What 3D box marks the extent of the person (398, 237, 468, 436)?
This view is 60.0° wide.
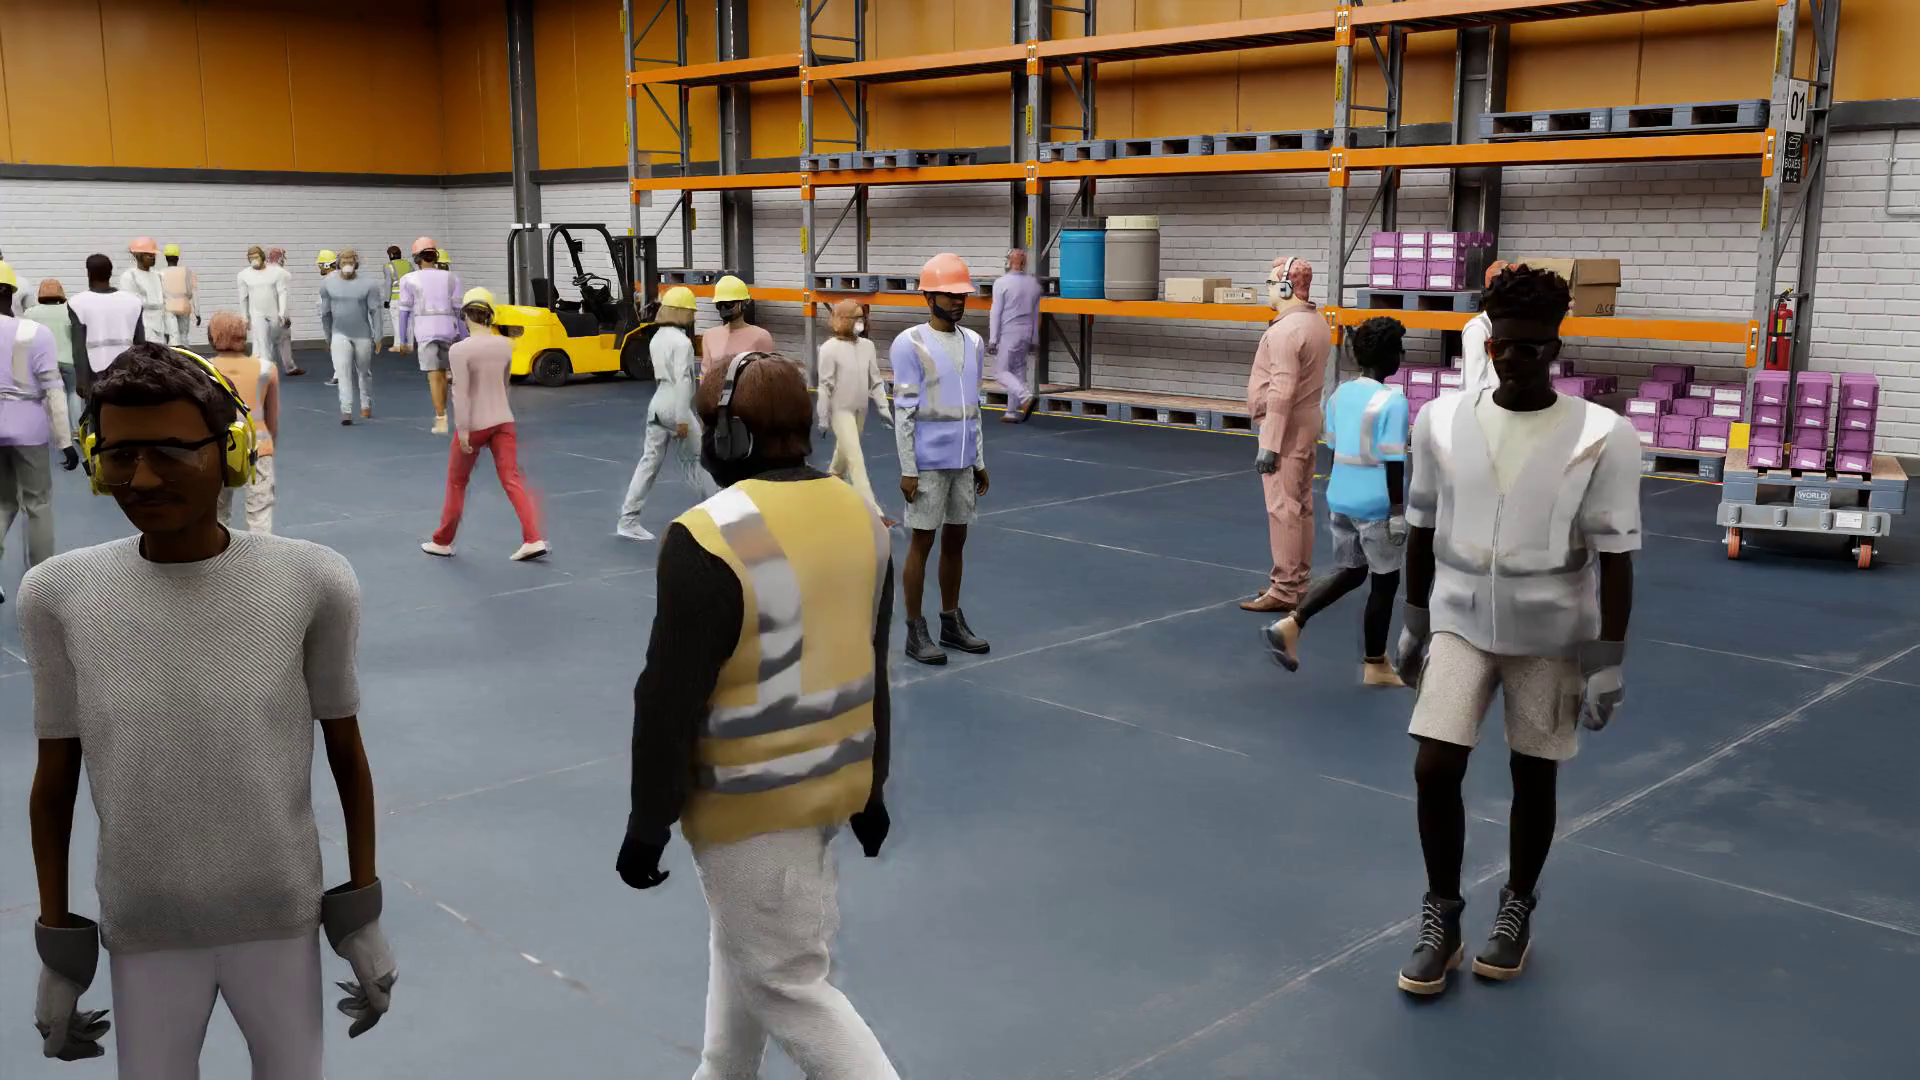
[{"bbox_3d":[-5.410,-2.081,17.021,0.664,1.990,0.893,-8,13,-38],"label":"person"}]

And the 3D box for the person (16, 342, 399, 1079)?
[{"bbox_3d":[-1.173,0.622,2.623,0.535,1.868,0.309,-3,11,-17],"label":"person"}]

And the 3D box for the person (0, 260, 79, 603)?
[{"bbox_3d":[-5.138,-0.562,8.988,0.628,1.902,0.566,0,10,-2],"label":"person"}]

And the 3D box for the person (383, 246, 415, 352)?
[{"bbox_3d":[-9.810,-4.208,29.051,0.430,1.839,0.619,6,12,31],"label":"person"}]

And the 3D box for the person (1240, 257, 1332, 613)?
[{"bbox_3d":[1.746,-0.562,8.974,0.410,1.909,0.643,5,12,26],"label":"person"}]

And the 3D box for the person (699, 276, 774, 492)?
[{"bbox_3d":[-1.438,-0.802,10.667,0.535,1.767,0.316,4,11,22],"label":"person"}]

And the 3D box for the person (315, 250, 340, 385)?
[{"bbox_3d":[-8.502,-3.009,22.551,0.403,1.826,0.591,-2,11,-9],"label":"person"}]

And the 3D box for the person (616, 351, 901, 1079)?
[{"bbox_3d":[-0.332,0.519,3.374,0.924,1.803,0.621,6,12,28],"label":"person"}]

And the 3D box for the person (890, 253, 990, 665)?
[{"bbox_3d":[-0.070,-0.386,7.930,0.545,1.938,0.361,-10,14,-44],"label":"person"}]

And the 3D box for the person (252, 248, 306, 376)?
[{"bbox_3d":[-9.796,-3.218,23.658,0.746,1.846,1.015,3,11,16],"label":"person"}]

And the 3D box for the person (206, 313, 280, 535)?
[{"bbox_3d":[-4.026,-0.453,9.238,0.523,1.593,0.895,-6,12,-32],"label":"person"}]

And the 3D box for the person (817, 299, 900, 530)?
[{"bbox_3d":[-0.702,-0.840,11.340,0.849,1.585,0.518,8,13,36],"label":"person"}]

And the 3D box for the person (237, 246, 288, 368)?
[{"bbox_3d":[-9.535,-3.079,22.787,0.623,1.883,1.038,-5,11,-24],"label":"person"}]

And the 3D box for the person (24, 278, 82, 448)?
[{"bbox_3d":[-8.664,-1.702,15.962,0.497,1.608,0.543,-6,12,-28],"label":"person"}]

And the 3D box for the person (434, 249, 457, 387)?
[{"bbox_3d":[-6.934,-2.968,22.298,0.404,1.830,0.600,2,11,13],"label":"person"}]

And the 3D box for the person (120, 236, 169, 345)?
[{"bbox_3d":[-9.102,-2.378,18.577,0.855,2.020,0.625,2,11,10],"label":"person"}]

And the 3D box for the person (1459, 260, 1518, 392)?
[{"bbox_3d":[2.923,-0.590,9.180,0.355,1.887,0.573,6,12,30],"label":"person"}]

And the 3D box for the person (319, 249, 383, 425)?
[{"bbox_3d":[-6.594,-2.211,18.062,0.638,1.887,1.061,-3,11,-16],"label":"person"}]

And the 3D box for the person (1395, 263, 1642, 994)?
[{"bbox_3d":[1.412,0.262,4.363,0.643,1.943,0.690,7,12,32],"label":"person"}]

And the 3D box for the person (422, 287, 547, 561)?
[{"bbox_3d":[-2.961,-0.718,10.395,0.915,1.705,0.521,7,13,34],"label":"person"}]

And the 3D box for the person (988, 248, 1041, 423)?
[{"bbox_3d":[0.606,-2.155,17.716,0.654,1.884,0.643,-10,14,-43],"label":"person"}]

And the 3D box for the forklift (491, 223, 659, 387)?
[{"bbox_3d":[-5.316,-3.263,22.920,2.313,2.155,1.214,-10,14,-44],"label":"forklift"}]

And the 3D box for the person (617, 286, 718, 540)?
[{"bbox_3d":[-1.923,-0.849,11.146,0.940,1.684,0.491,-9,13,-39],"label":"person"}]

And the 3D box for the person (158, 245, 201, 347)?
[{"bbox_3d":[-11.417,-3.335,24.194,0.612,1.868,1.019,-7,13,-34],"label":"person"}]

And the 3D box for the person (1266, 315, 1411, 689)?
[{"bbox_3d":[1.735,-0.149,7.349,0.583,1.679,0.541,-3,11,-16],"label":"person"}]

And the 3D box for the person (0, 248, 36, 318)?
[{"bbox_3d":[-9.332,-1.949,16.175,0.686,2.000,1.029,-2,11,-13],"label":"person"}]

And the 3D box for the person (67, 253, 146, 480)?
[{"bbox_3d":[-6.857,-1.377,13.497,0.876,1.892,0.601,9,14,40],"label":"person"}]
